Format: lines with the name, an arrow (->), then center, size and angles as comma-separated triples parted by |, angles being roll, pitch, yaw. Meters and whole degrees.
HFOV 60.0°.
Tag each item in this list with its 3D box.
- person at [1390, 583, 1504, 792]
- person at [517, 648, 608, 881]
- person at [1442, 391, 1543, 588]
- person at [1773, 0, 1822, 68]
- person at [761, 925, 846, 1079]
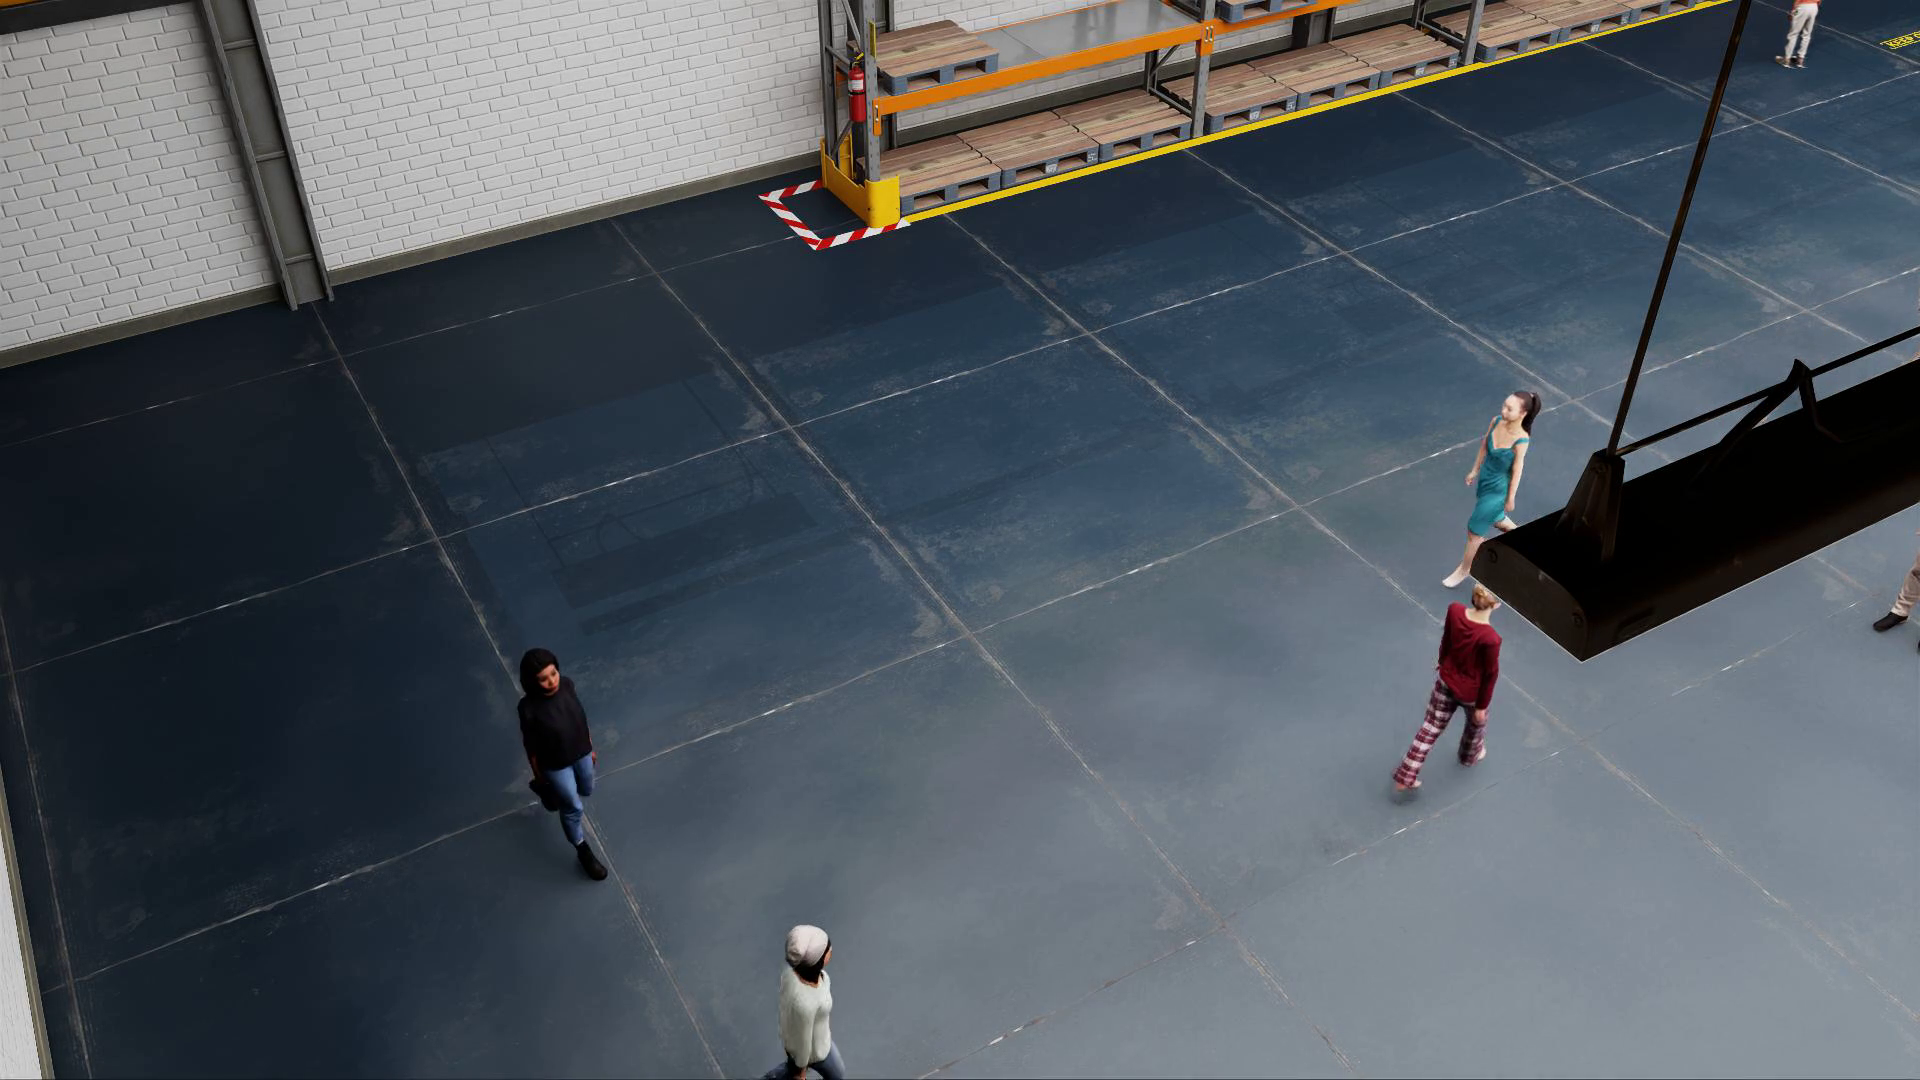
person -> 3.050, 0.919, 10.290 | 1.034, 1.655, 0.681 | -23, 44, -26
person -> -2.396, 1.256, 9.844 | 0.839, 1.686, 0.957 | 27, 46, 30
person -> 3.898, -0.374, 11.903 | 1.035, 1.662, 0.737 | -8, 39, -10
person -> 9.919, -6.211, 19.497 | 0.499, 1.307, 0.596 | -3, 39, -4
person -> -0.846, 2.505, 8.332 | 1.052, 1.621, 0.733 | -7, 39, -8
